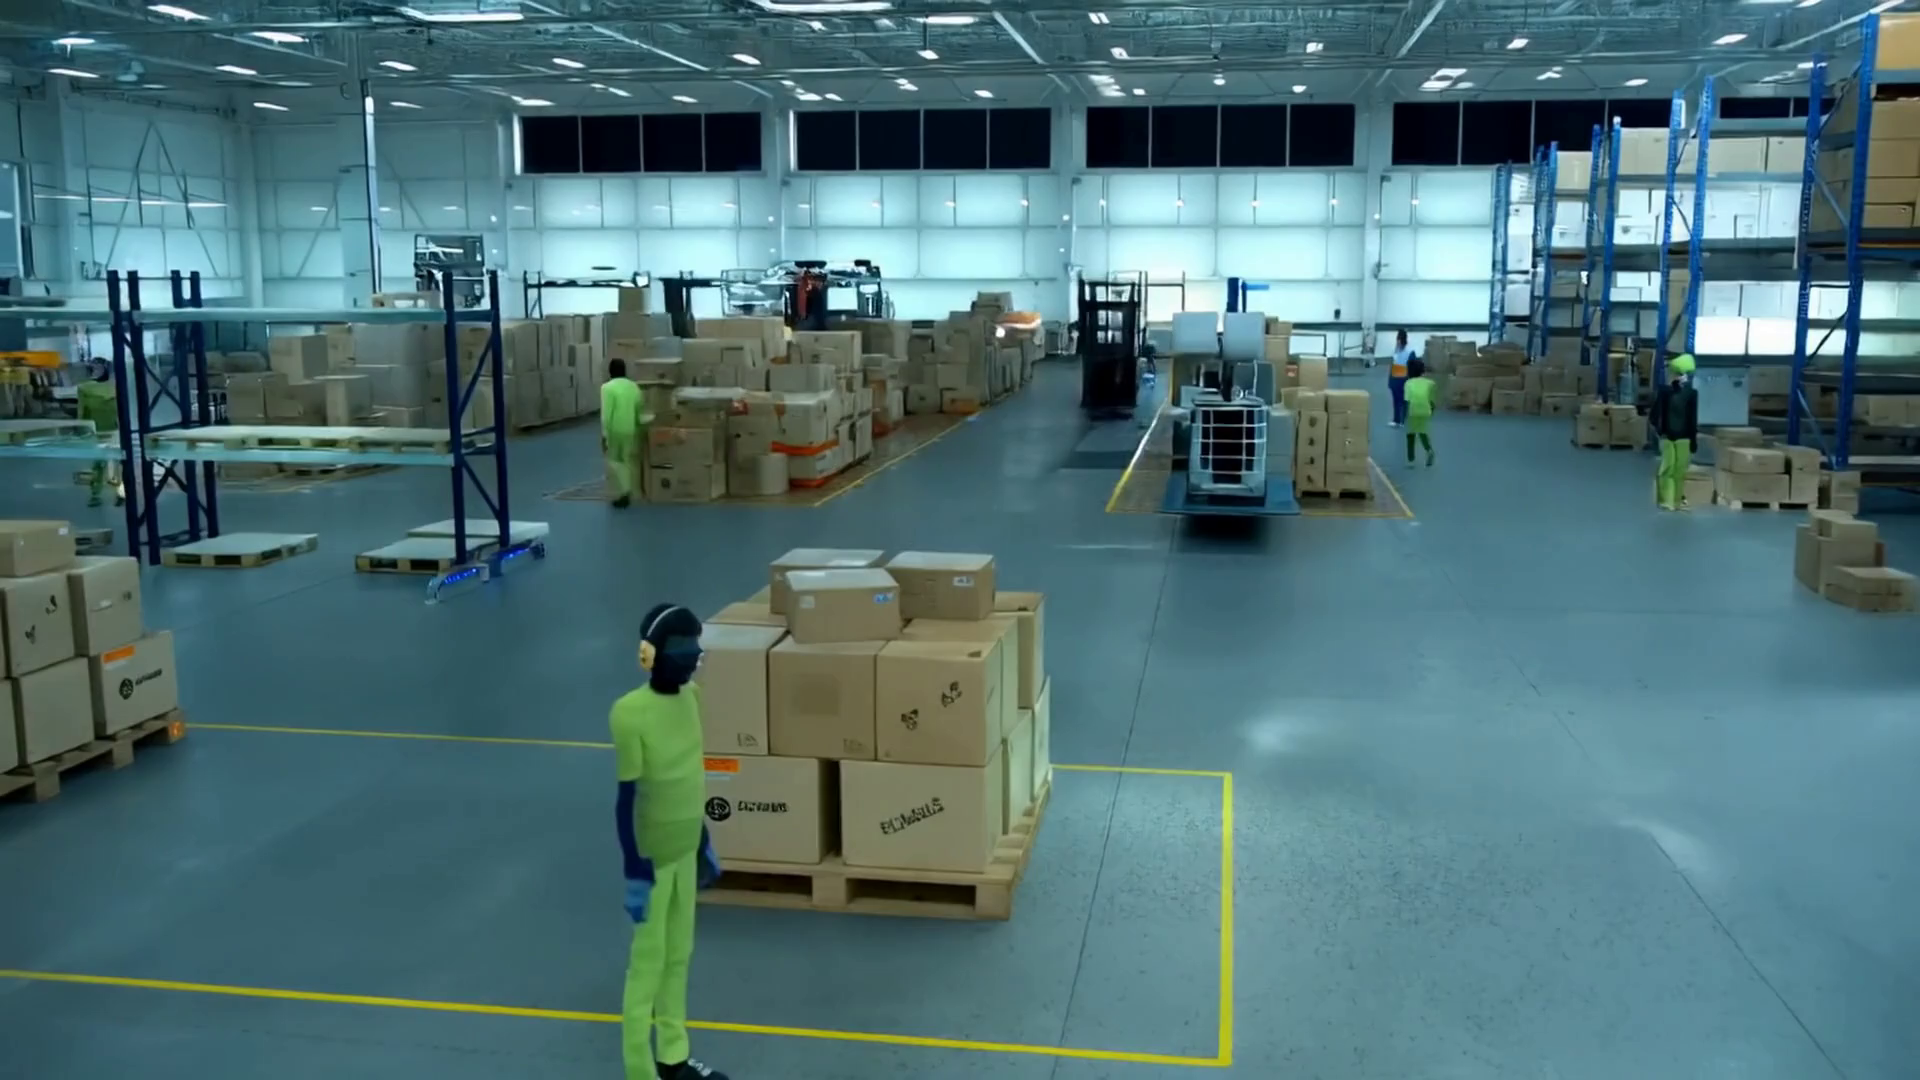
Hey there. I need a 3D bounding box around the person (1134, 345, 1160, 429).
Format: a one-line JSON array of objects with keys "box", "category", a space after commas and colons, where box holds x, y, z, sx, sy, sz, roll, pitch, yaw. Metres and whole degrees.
[{"box": [3.628, -2.914, 31.793, 0.524, 1.593, 0.789, -8, 12, -41], "category": "person"}]

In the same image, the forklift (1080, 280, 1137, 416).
[{"box": [3.166, -4.072, 35.029, 1.129, 2.768, 1.873, 1, 9, 8], "category": "forklift"}]

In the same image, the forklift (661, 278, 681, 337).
[{"box": [-7.813, -5.738, 45.301, 1.873, 2.768, 1.129, 0, 9, 2], "category": "forklift"}]

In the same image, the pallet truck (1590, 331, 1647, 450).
[{"box": [11.253, -2.573, 28.499, 0.823, 1.965, 1.885, 5, 10, 27], "category": "pallet truck"}]

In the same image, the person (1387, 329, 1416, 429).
[{"box": [8.514, -3.102, 32.041, 0.397, 1.911, 0.587, -5, 11, -30], "category": "person"}]

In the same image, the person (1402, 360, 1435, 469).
[{"box": [6.990, -1.905, 25.315, 0.551, 1.684, 0.507, -2, 9, -11], "category": "person"}]

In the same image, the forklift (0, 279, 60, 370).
[{"box": [-22.592, -4.798, 39.505, 1.873, 2.768, 1.129, 1, 9, 9], "category": "forklift"}]

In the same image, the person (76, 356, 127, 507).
[{"box": [-11.006, -1.388, 21.370, 0.631, 1.940, 0.372, -2, 9, -10], "category": "person"}]

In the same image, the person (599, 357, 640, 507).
[{"box": [-4.371, -1.367, 21.274, 0.437, 1.926, 0.655, 7, 11, 35], "category": "person"}]

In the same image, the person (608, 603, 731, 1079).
[{"box": [-1.040, 1.146, 5.987, 0.327, 1.861, 0.521, 4, 10, 23], "category": "person"}]

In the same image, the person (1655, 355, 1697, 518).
[{"box": [8.836, -1.271, 20.465, 0.375, 1.997, 0.610, -3, 10, -18], "category": "person"}]

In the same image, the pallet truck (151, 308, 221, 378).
[{"box": [-21.869, -5.598, 47.154, 0.823, 1.965, 1.885, 4, 10, 26], "category": "pallet truck"}]

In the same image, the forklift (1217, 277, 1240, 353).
[{"box": [7.914, -6.232, 48.348, 1.873, 2.768, 1.129, 1, 9, 9], "category": "forklift"}]
